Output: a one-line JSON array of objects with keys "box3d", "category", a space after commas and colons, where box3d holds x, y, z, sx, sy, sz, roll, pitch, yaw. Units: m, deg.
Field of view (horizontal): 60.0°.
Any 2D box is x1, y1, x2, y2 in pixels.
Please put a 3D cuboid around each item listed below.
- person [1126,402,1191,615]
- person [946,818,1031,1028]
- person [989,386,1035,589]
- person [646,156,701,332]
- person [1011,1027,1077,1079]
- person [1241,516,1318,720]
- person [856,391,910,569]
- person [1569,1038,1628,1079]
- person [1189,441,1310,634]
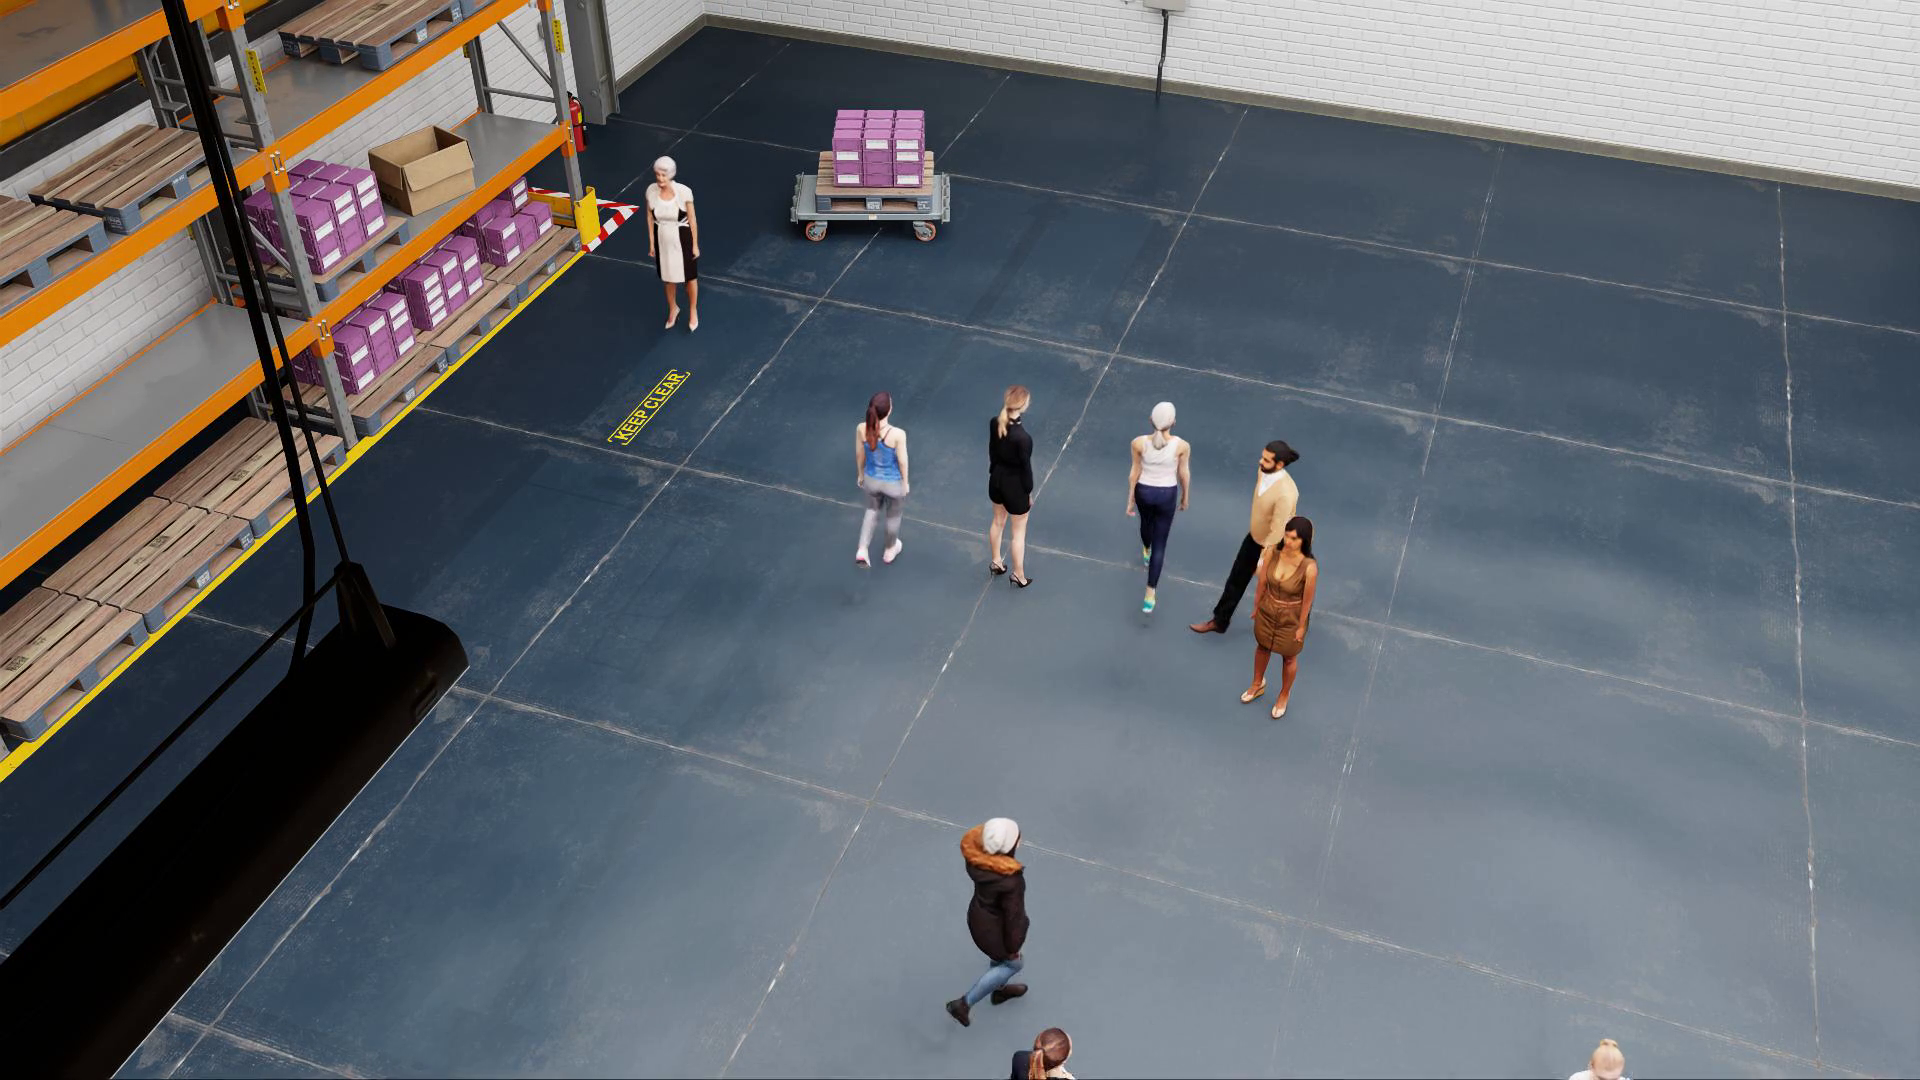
[{"box3d": [1.461, -0.228, 12.420, 0.757, 1.660, 1.233, 7, 39, 8], "category": "person"}, {"box3d": [0.159, 2.182, 9.430, 0.954, 1.626, 0.885, -19, 42, -22], "category": "person"}, {"box3d": [0.384, -0.395, 12.544, 0.656, 1.768, 0.650, -31, 48, -33], "category": "person"}, {"box3d": [-2.659, -2.766, 15.526, 0.685, 1.752, 0.600, 5, 39, 6], "category": "person"}, {"box3d": [0.367, 3.037, 8.324, 0.990, 1.671, 0.857, -28, 46, -31], "category": "person"}, {"box3d": [2.221, 0.521, 11.459, 0.620, 1.690, 0.607, 27, 46, 30], "category": "person"}, {"box3d": [-0.608, -0.413, 12.703, 0.561, 1.597, 0.820, 14, 41, 17], "category": "person"}, {"box3d": [3.262, 3.007, 8.683, 0.536, 1.269, 0.575, 7, 39, 8], "category": "person"}, {"box3d": [2.321, 0.029, 12.055, 1.164, 1.715, 1.171, -11, 40, -14], "category": "person"}]
